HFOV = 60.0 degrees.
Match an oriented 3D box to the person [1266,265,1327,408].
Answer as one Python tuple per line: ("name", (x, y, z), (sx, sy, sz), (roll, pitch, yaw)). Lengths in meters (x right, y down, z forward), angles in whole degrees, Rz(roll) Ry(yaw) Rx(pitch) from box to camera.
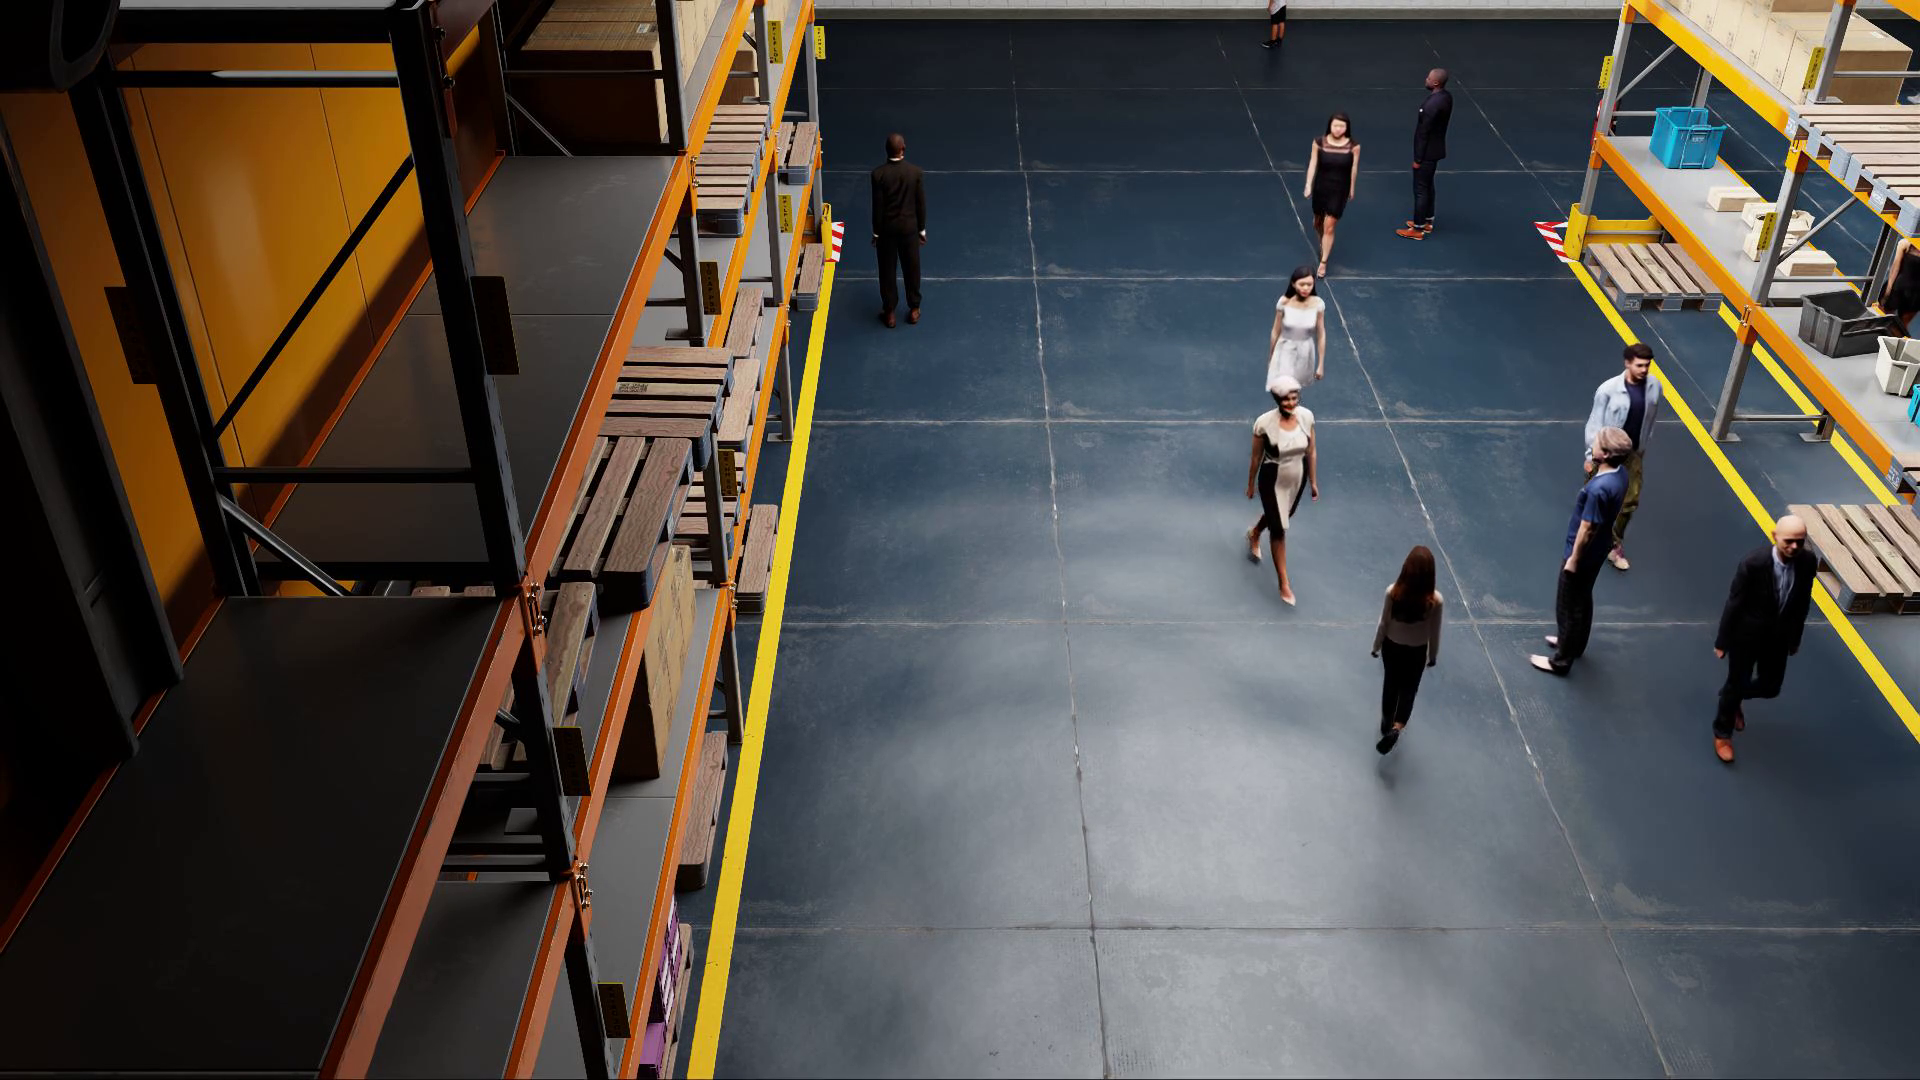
("person", (2.761, -1.482, 13.815), (0.632, 1.716, 1.189), (1, 34, 1))

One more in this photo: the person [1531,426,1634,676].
("person", (4.288, 0.069, 11.344), (0.798, 1.867, 0.685), (20, 39, 27))

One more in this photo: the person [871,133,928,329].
("person", (-0.590, -2.956, 15.862), (0.728, 1.905, 0.679), (-6, 34, -9))

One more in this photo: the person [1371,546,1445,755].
("person", (2.859, 0.739, 10.692), (0.738, 1.473, 0.910), (10, 35, 15))

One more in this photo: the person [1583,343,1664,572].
("person", (4.928, -0.705, 12.575), (0.732, 1.793, 0.846), (-2, 34, -3))

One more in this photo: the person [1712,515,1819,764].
("person", (5.106, 0.565, 10.670), (0.691, 1.788, 0.752), (1, 34, 1))

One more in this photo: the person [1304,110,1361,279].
("person", (3.777, -3.563, 16.970), (0.858, 1.688, 1.112), (10, 35, 15))

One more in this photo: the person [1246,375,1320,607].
("person", (2.329, -0.454, 12.275), (0.875, 1.707, 1.184), (-11, 35, -16))

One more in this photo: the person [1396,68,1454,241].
("person", (4.983, -4.103, 17.665), (0.840, 1.818, 0.723), (17, 37, 24))

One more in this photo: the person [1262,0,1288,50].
("person", (4.482, -7.567, 23.379), (0.579, 1.262, 0.629), (-22, 40, -30))
